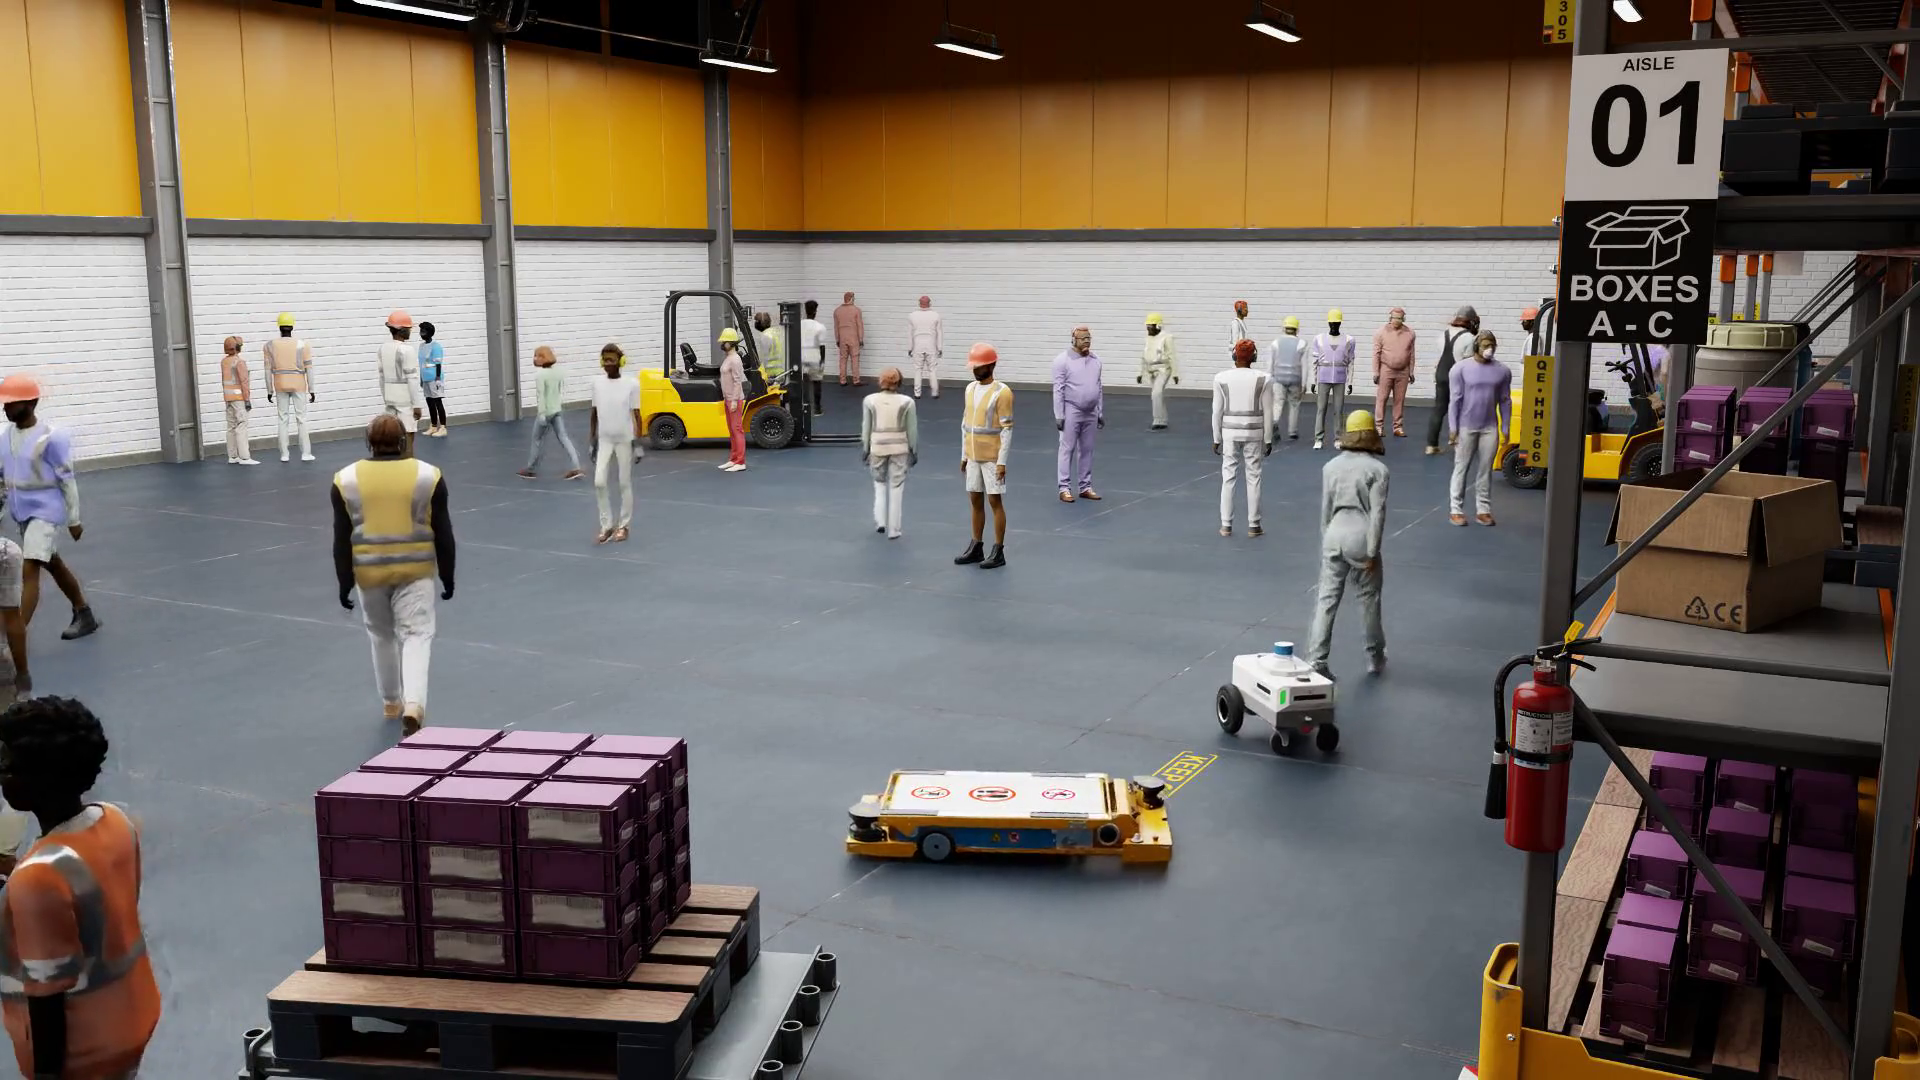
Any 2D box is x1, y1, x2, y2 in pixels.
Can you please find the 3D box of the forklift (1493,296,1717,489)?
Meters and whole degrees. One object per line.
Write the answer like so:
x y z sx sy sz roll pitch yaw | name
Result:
7.296 -1.677 18.993 2.313 2.155 1.214 5 11 27 | forklift

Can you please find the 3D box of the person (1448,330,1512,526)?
5.120 -1.101 16.414 0.634 1.936 0.363 -1 10 -3 | person

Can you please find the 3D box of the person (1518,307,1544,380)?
7.884 -2.252 23.065 0.369 1.935 0.552 4 10 20 | person

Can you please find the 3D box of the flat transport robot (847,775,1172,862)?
0.230 1.251 7.607 1.431 0.197 0.652 1 10 3 | flat transport robot

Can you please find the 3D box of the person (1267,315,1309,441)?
4.650 -2.284 23.628 0.600 1.812 0.702 5 11 25 | person

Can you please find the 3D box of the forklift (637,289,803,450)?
-3.358 -2.392 23.136 2.313 2.155 1.214 -1 10 -5 | forklift

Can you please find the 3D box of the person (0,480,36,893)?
-4.027 0.577 6.932 0.540 1.854 0.386 2 10 11 | person

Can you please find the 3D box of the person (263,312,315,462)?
-8.617 -1.960 21.403 0.594 1.926 0.370 -2 10 -13 | person

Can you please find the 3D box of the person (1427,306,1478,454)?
6.683 -2.157 22.216 1.042 2.000 0.701 -6 11 -30 | person

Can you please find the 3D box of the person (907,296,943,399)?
-0.639 -3.542 30.670 0.677 1.897 0.400 0 10 2 | person

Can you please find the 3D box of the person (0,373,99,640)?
-6.280 -0.184 11.266 0.546 1.888 1.013 3 10 19 | person

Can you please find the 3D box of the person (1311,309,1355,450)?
5.097 -2.194 22.762 0.587 1.928 0.363 1 10 8 | person

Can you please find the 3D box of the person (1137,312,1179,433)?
2.917 -2.494 24.867 0.705 1.801 0.664 -6 12 -33 | person

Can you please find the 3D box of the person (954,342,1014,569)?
0.201 -0.724 14.230 0.362 1.934 0.543 -10 14 -44 | person

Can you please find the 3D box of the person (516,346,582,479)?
-4.879 -1.505 19.747 0.881 1.587 0.513 4 11 22 | person

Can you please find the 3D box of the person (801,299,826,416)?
-2.477 -2.952 27.132 0.606 1.940 0.855 2 10 11 | person

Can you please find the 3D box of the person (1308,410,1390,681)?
2.488 0.037 10.506 0.508 1.692 0.883 9 13 42 | person

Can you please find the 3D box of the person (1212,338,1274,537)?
2.681 -0.966 15.780 0.575 1.883 0.355 3 10 15 | person

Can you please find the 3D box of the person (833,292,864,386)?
-2.219 -4.049 33.580 0.637 1.902 0.406 4 11 23 | person

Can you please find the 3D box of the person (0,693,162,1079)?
-1.986 1.180 3.935 0.635 1.681 0.533 -2 10 -10 | person

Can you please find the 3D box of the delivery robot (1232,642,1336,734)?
1.768 0.802 9.112 0.477 0.478 0.707 -2 10 -13 | delivery robot

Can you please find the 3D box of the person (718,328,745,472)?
-2.821 -1.728 20.522 0.304 1.771 0.523 -4 10 -21 | person

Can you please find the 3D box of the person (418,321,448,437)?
-7.738 -2.350 24.353 0.537 1.693 0.320 9 13 43 | person

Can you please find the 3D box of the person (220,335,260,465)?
-9.168 -1.766 21.100 0.522 1.644 0.307 7 12 36 | person

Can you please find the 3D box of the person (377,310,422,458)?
-6.288 -1.564 18.775 0.606 2.045 0.389 7 12 37 | person

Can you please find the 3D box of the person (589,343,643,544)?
-3.210 -0.879 15.362 0.554 1.848 0.642 1 10 5 | person

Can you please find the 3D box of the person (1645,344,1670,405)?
8.459 -1.711 20.246 0.647 1.828 0.586 2 10 10 | person

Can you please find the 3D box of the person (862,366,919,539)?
-0.648 -0.824 15.707 0.539 1.622 0.443 2 10 9 | person

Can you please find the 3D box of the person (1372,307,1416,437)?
6.342 -2.440 24.275 0.643 1.899 0.399 -1 10 -6 | person

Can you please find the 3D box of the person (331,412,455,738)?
-3.157 0.193 9.301 0.637 1.813 0.894 -3 10 -14 | person

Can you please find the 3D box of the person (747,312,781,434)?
-2.944 -2.421 24.365 0.753 1.817 0.644 0 10 1 | person

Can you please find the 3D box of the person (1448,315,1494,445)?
7.117 -2.234 23.247 0.636 1.840 0.429 3 10 19 | person

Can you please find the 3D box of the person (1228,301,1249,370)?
4.717 -3.089 28.077 0.355 1.882 0.575 3 10 17 | person

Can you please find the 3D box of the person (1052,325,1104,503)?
1.305 -1.367 18.037 0.639 1.908 0.409 -6 12 -33 | person
